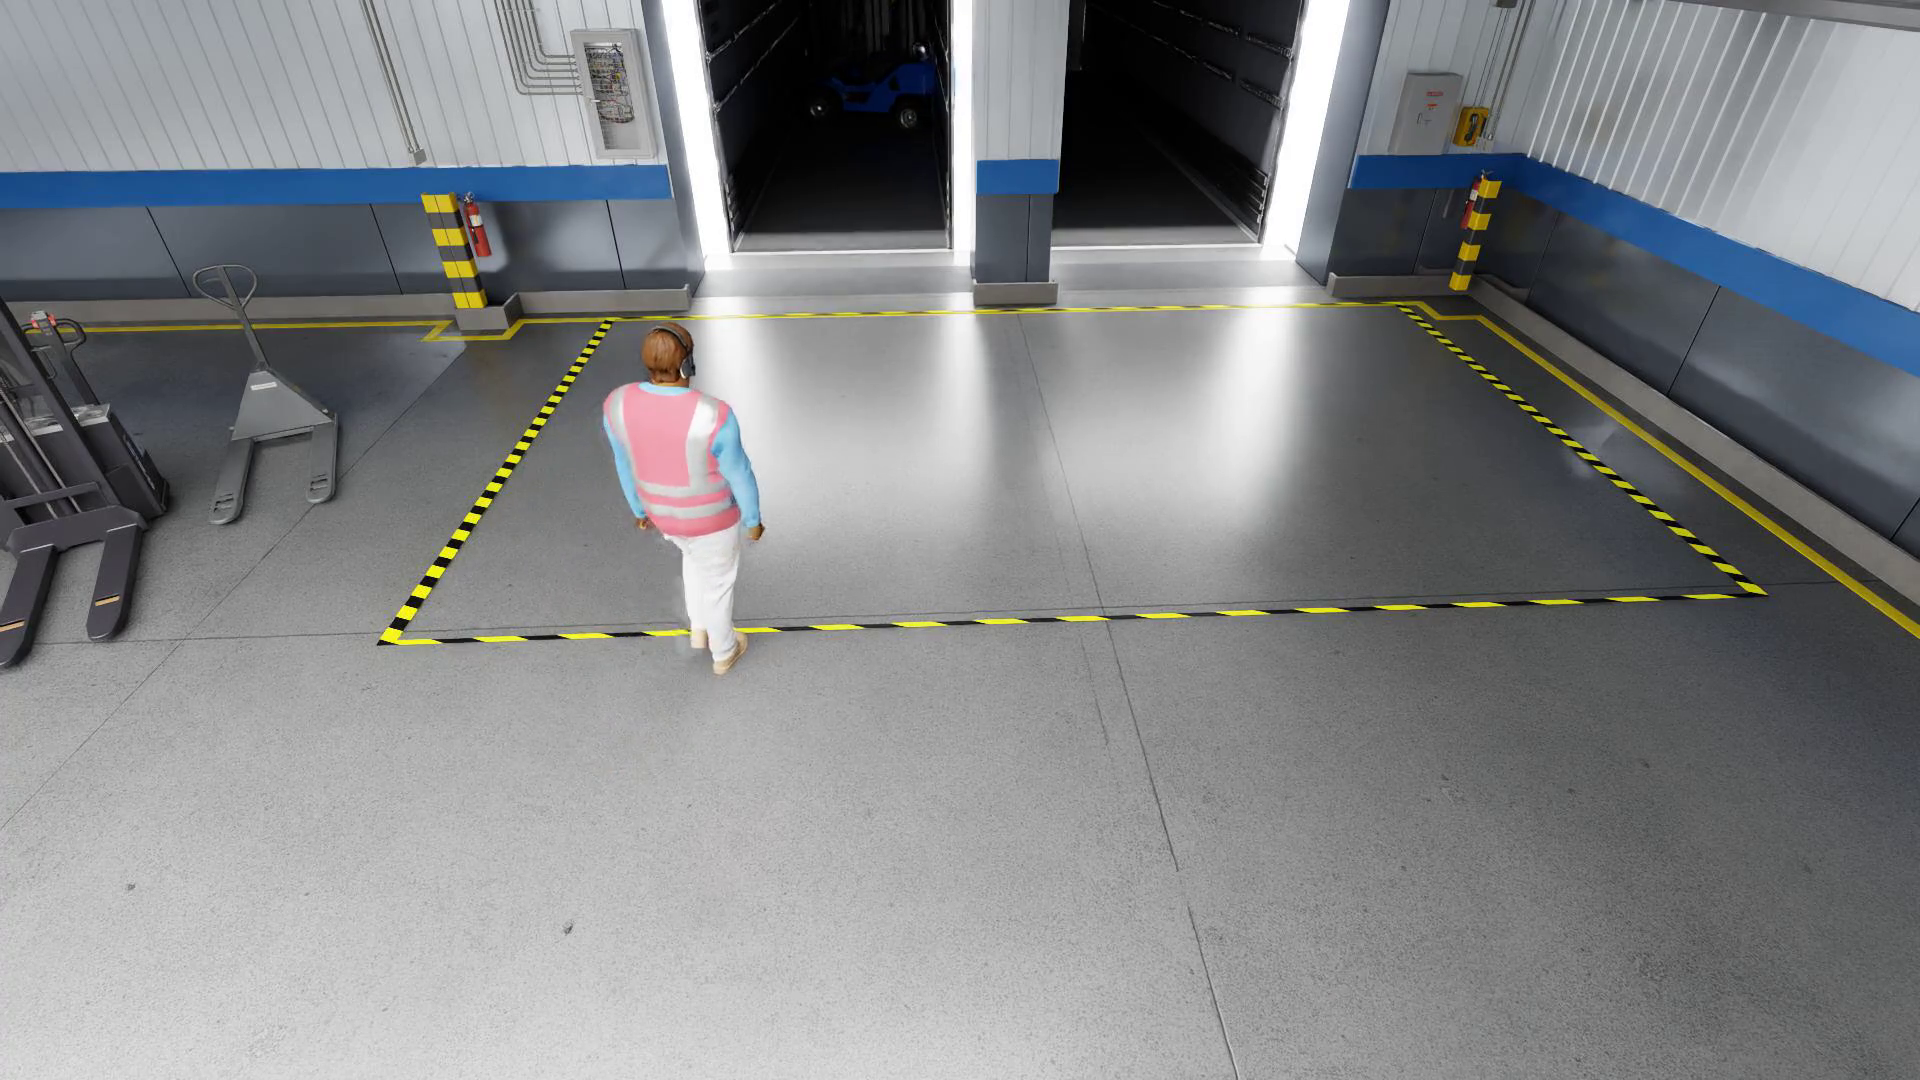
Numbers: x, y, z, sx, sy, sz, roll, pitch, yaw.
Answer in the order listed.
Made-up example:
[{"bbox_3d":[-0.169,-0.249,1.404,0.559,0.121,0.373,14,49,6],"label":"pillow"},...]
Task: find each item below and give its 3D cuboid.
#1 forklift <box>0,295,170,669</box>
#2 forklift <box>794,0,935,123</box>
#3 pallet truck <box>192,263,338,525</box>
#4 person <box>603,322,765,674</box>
[{"bbox_3d":[-5.212,-0.618,4.878,0.823,1.965,1.885,-20,39,-26],"label":"forklift"},{"bbox_3d":[-1.484,-8.401,15.749,2.680,2.036,1.157,10,36,14],"label":"forklift"},{"bbox_3d":[-4.778,-1.027,6.128,0.680,1.201,1.601,-17,38,-23],"label":"pallet truck"},{"bbox_3d":[-1.239,-0.139,4.332,0.649,1.832,0.462,10,36,14],"label":"person"}]
